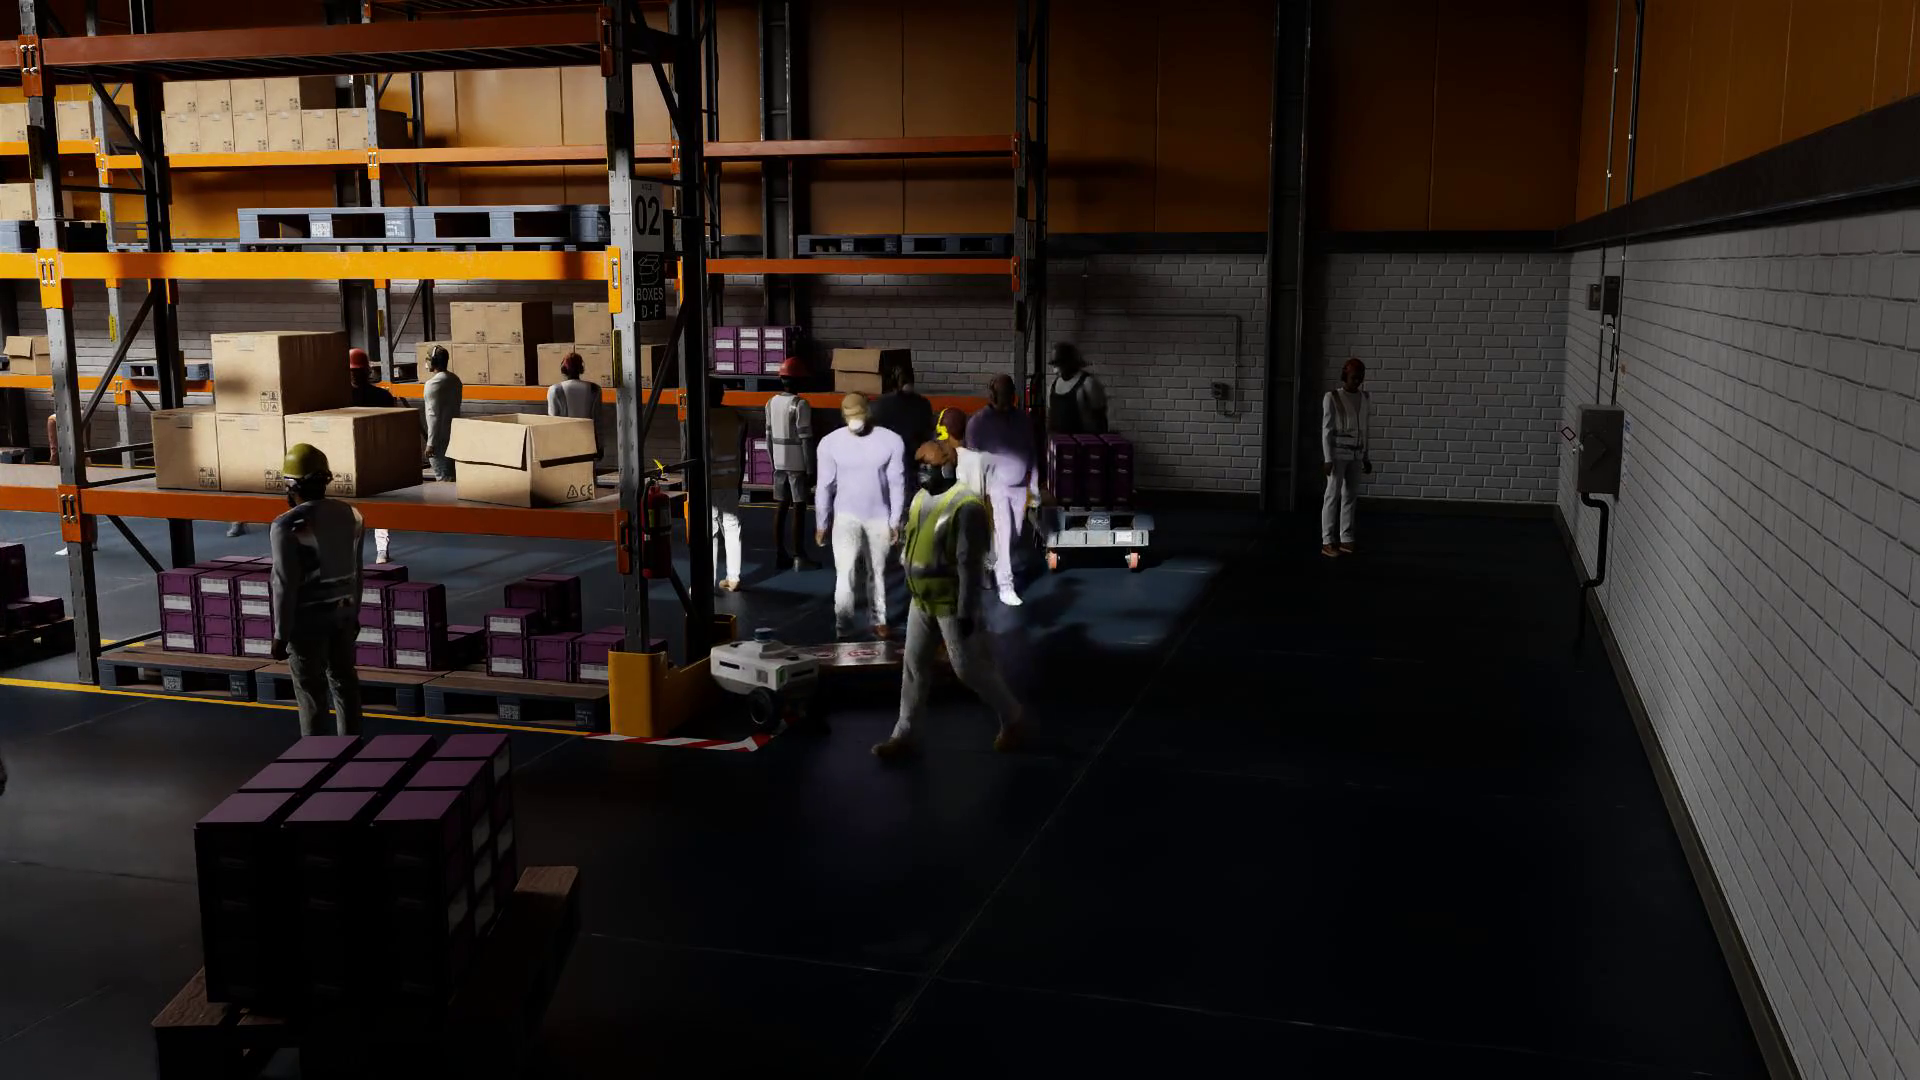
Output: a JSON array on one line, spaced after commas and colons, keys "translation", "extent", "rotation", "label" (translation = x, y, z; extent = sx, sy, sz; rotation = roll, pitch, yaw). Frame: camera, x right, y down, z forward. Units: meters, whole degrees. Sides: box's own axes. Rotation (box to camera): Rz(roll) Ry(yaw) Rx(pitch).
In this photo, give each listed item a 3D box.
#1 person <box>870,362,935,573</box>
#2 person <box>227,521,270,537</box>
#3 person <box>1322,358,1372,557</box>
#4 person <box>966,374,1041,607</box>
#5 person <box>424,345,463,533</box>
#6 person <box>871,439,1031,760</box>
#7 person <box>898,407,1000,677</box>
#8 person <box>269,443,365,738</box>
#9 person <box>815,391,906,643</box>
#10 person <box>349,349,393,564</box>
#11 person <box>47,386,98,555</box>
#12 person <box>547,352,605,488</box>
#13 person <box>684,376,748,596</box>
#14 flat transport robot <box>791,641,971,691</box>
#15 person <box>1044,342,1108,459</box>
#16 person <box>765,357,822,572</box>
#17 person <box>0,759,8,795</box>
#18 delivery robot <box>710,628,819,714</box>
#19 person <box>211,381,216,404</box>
[{"translation": [-0.559, -0.669, 15.059], "extent": [0.636, 1.914, 0.910], "rotation": [-6, 11, -35], "label": "person"}, {"translation": [-7.356, -1.027, 17.230], "extent": [0.601, 1.918, 0.921], "rotation": [0, 9, 0], "label": "person"}, {"translation": [3.682, -0.787, 15.833], "extent": [0.573, 1.886, 0.356], "rotation": [-5, 11, -29], "label": "person"}, {"translation": [0.316, -0.440, 13.733], "extent": [0.640, 1.882, 0.839], "rotation": [-7, 11, -35], "label": "person"}, {"translation": [-5.353, -1.040, 17.216], "extent": [0.372, 1.940, 0.631], "rotation": [1, 9, 6], "label": "person"}, {"translation": [-0.038, 0.325, 9.297], "extent": [0.889, 1.813, 0.647], "rotation": [-6, 11, -31], "label": "person"}, {"translation": [-0.077, 0.033, 11.039], "extent": [0.965, 1.809, 0.560], "rotation": [9, 13, 44], "label": "person"}, {"translation": [-3.373, 0.408, 8.708], "extent": [0.404, 1.832, 0.594], "rotation": [4, 10, 22], "label": "person"}, {"translation": [-0.709, -0.127, 11.886], "extent": [0.649, 1.870, 0.881], "rotation": [-2, 9, -10], "label": "person"}, {"translation": [-5.534, -0.768, 15.384], "extent": [0.612, 1.995, 0.382], "rotation": [-1, 9, -8], "label": "person"}, {"translation": [-8.475, -0.672, 15.878], "extent": [0.307, 1.641, 0.514], "rotation": [2, 9, 10], "label": "person"}, {"translation": [-3.898, -0.964, 16.917], "extent": [0.584, 1.882, 0.337], "rotation": [-5, 11, -30], "label": "person"}, {"translation": [-2.067, -0.450, 13.913], "extent": [0.429, 1.845, 0.621], "rotation": [9, 13, 43], "label": "person"}, {"translation": [-0.540, 0.829, 10.891], "extent": [1.431, 0.197, 0.652], "rotation": [-2, 9, -11], "label": "flat transport robot"}, {"translation": [1.147, -1.028, 16.831], "extent": [0.853, 2.000, 0.702], "rotation": [-6, 11, -33], "label": "person"}, {"translation": [-1.497, -0.681, 15.033], "extent": [0.552, 1.934, 0.364], "rotation": [8, 12, 41], "label": "person"}, {"translation": [-3.894, 0.805, 6.268], "extent": [0.520, 1.854, 0.651], "rotation": [-5, 11, -29], "label": "person"}, {"translation": [-1.188, 0.777, 10.063], "extent": [0.707, 0.478, 0.477], "rotation": [8, 13, 42], "label": "delivery robot"}, {"translation": [-7.964, -1.152, 18.194], "extent": [0.346, 1.843, 0.506], "rotation": [-8, 12, -39], "label": "person"}]
